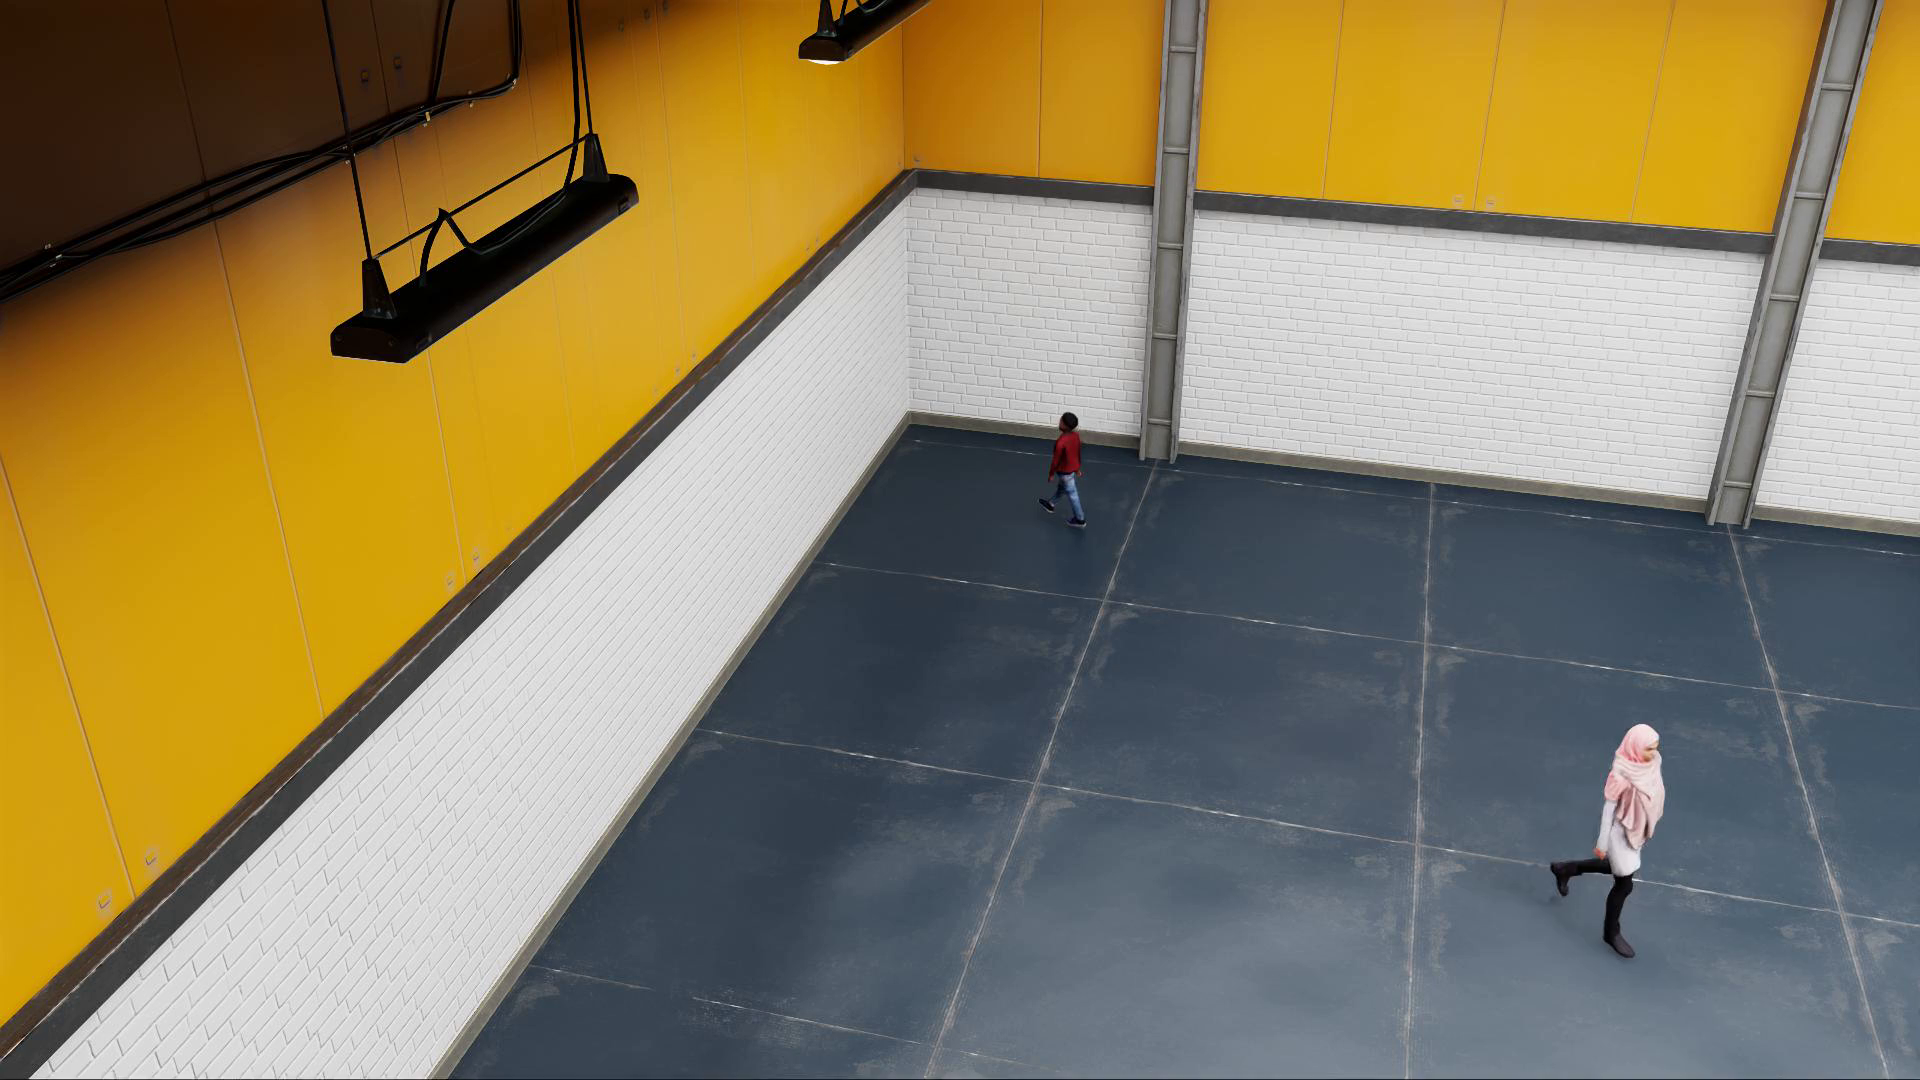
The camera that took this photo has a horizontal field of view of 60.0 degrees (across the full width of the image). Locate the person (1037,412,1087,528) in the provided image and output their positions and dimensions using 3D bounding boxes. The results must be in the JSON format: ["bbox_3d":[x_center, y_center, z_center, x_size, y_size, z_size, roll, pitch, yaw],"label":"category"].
[{"bbox_3d":[1.153,-0.700,17.075,0.941,1.219,0.725,20,34,32],"label":"person"}]

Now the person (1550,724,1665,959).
[{"bbox_3d":[4.520,2.002,11.530,1.008,1.785,1.121,-19,34,-31],"label":"person"}]
